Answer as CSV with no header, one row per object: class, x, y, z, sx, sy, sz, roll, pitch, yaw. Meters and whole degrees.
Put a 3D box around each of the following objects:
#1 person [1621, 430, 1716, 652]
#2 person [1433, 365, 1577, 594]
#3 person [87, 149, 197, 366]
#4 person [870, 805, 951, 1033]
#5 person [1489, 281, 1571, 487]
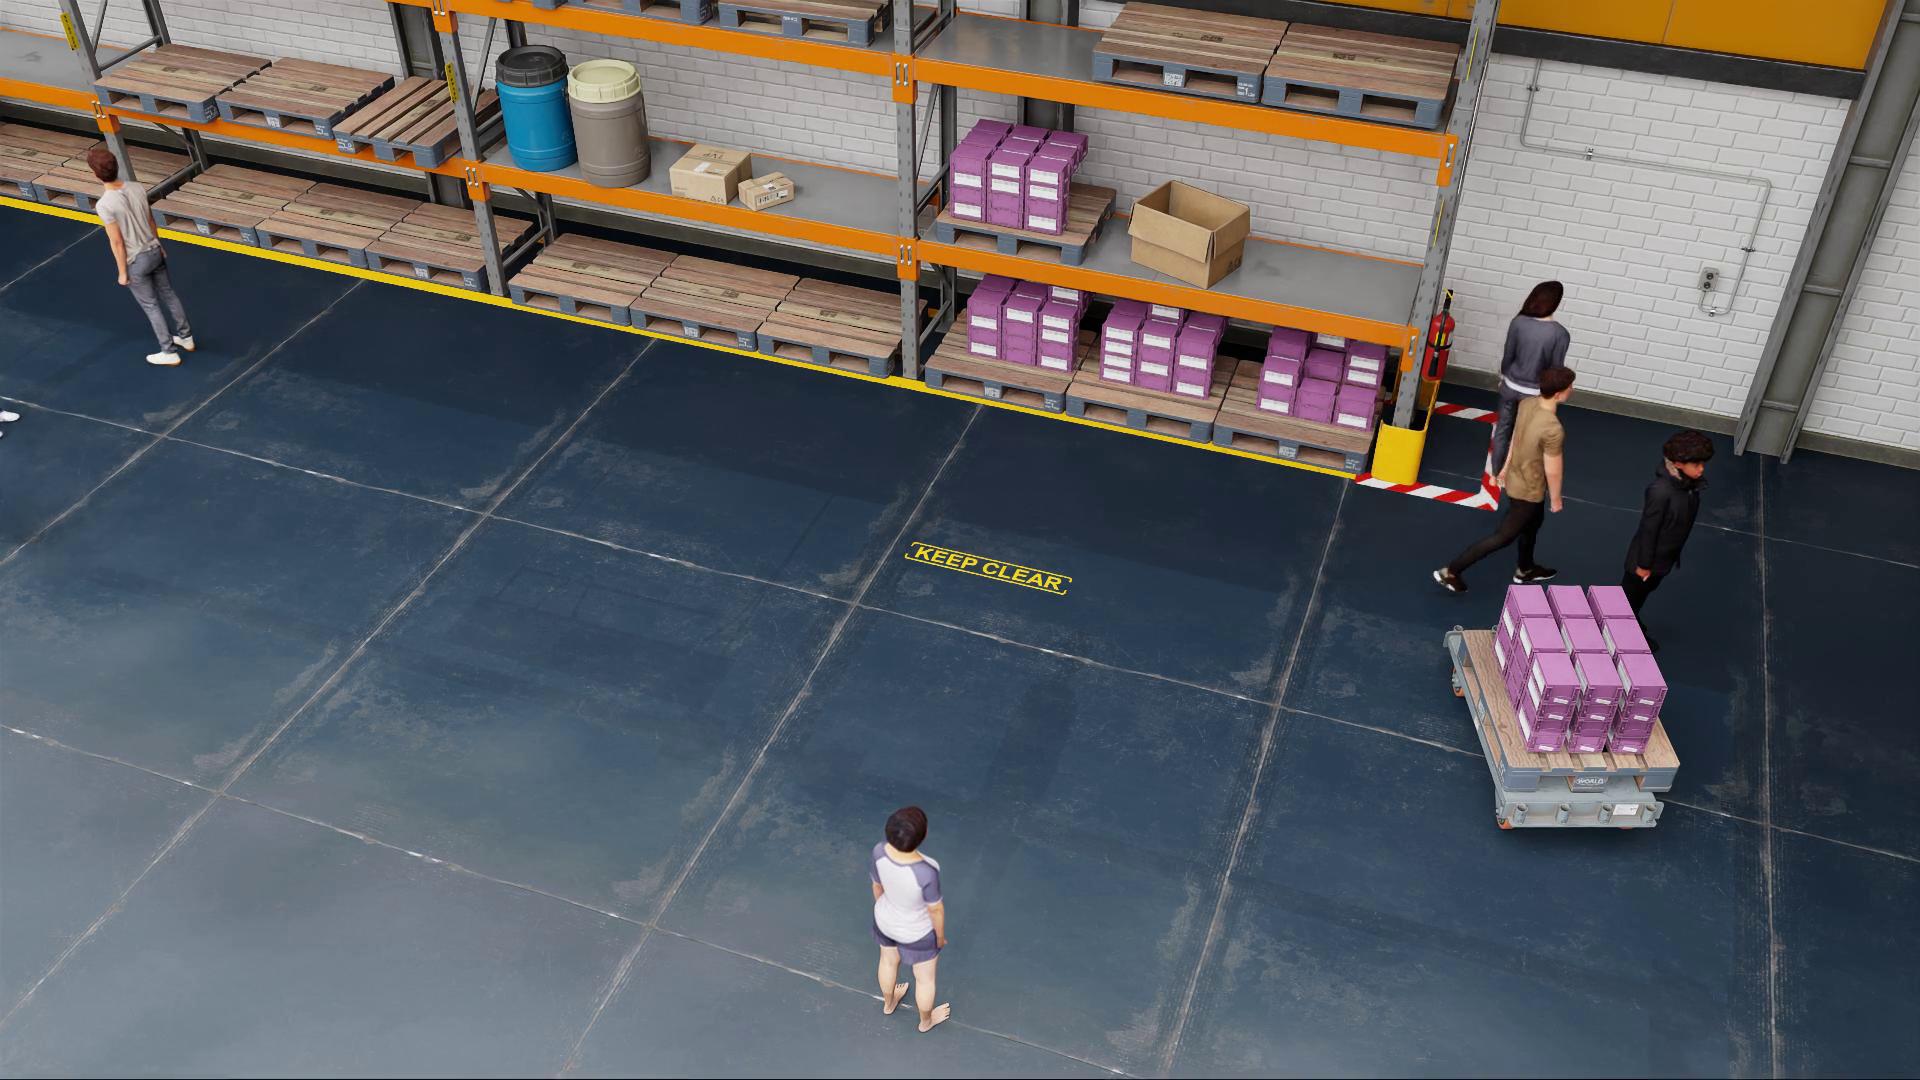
person,4.508,0.038,10.778,0.722,1.778,0.739,-28,46,-30
person,3.729,-0.345,11.227,1.264,1.816,0.950,-1,39,-1
person,-6.712,-2.316,13.633,0.542,1.894,0.643,12,40,15
person,-0.268,1.942,8.564,0.529,1.565,0.673,22,44,25
person,4.142,-1.115,12.228,0.593,1.770,0.742,24,45,27
